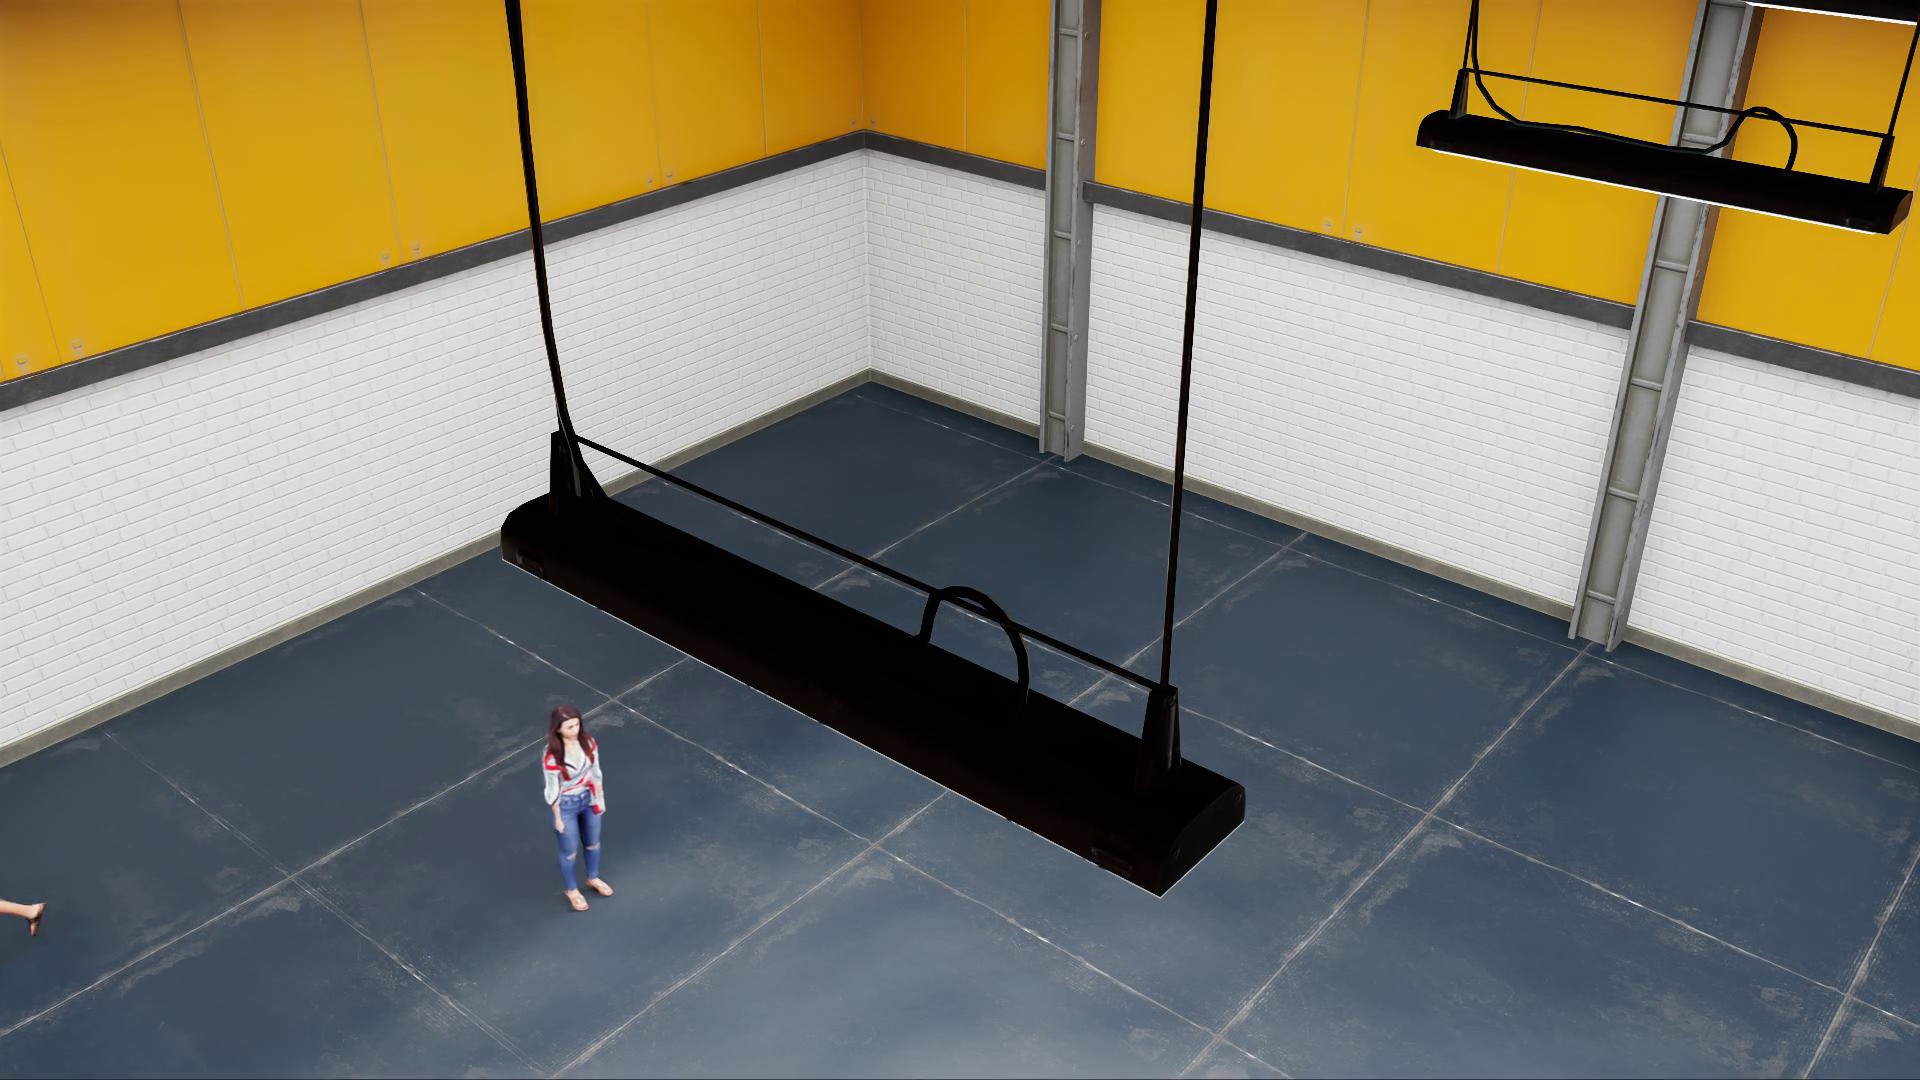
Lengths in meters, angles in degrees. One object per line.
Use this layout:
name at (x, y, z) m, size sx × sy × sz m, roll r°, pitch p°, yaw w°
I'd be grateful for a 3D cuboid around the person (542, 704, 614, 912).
person at (-2.677, 1.826, 11.516) m, size 0.607 × 1.613 × 0.539 m, roll -24°, pitch 37°, yaw -37°
